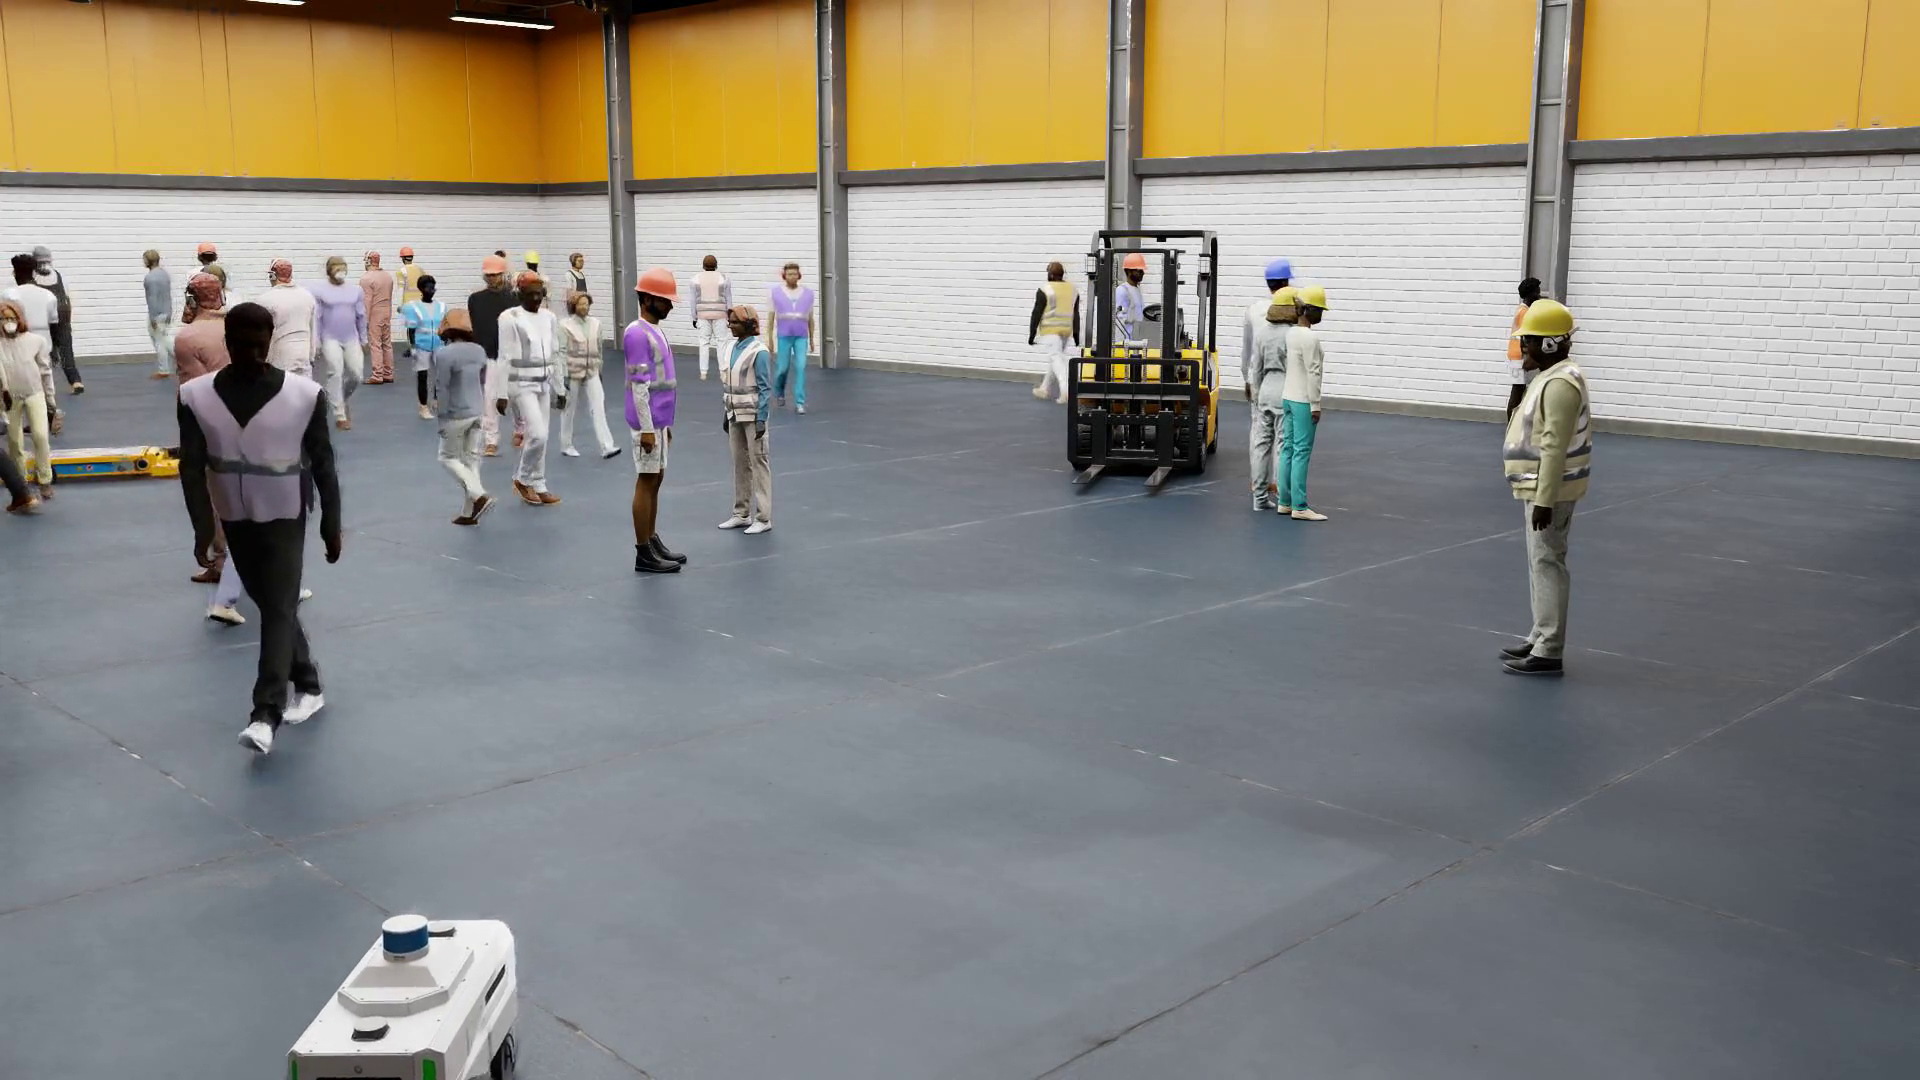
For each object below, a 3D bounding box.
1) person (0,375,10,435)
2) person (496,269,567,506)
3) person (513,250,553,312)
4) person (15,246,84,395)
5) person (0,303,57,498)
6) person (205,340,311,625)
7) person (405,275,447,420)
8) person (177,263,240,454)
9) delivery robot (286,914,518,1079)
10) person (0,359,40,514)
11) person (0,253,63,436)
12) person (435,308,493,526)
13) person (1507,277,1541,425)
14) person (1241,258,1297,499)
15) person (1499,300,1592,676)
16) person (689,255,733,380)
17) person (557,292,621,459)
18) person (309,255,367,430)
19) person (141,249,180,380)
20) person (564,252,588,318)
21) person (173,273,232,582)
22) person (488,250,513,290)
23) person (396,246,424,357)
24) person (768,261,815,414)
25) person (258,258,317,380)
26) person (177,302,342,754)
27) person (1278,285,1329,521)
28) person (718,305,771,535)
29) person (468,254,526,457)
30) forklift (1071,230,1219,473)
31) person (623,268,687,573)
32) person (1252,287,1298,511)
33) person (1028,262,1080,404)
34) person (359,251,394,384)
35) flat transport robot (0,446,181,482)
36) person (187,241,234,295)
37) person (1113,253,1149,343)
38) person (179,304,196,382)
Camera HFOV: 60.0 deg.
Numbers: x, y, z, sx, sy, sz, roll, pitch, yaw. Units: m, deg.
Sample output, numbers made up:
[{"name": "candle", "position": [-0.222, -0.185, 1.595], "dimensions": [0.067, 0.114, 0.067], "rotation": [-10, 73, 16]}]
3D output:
[{"name": "person", "position": [-7.139, -0.937, 11.885], "dimensions": [0.526, 1.805, 0.859], "rotation": [-9, 14, -41]}, {"name": "person", "position": [-3.320, -1.161, 12.932], "dimensions": [0.423, 1.868, 0.641], "rotation": [5, 11, 25]}, {"name": "person", "position": [-6.529, -3.472, 25.442], "dimensions": [0.605, 1.908, 0.667], "rotation": [-3, 11, -15]}, {"name": "person", "position": [-12.097, -2.925, 22.091], "dimensions": [0.689, 2.000, 0.972], "rotation": [-10, 14, -44]}, {"name": "person", "position": [-7.590, -1.112, 13.428], "dimensions": [0.514, 1.592, 0.699], "rotation": [-6, 12, -30]}, {"name": "person", "position": [-3.957, -0.403, 9.258], "dimensions": [0.525, 1.713, 0.910], "rotation": [3, 11, 15]}, {"name": "person", "position": [-6.145, -2.221, 19.246], "dimensions": [0.534, 1.685, 0.372], "rotation": [-9, 14, -40]}, {"name": "person", "position": [-7.172, -1.759, 16.221], "dimensions": [0.633, 1.874, 1.049], "rotation": [10, 14, 42]}, {"name": "delivery robot", "position": [-1.276, 1.114, 3.865], "dimensions": [0.477, 0.478, 0.707], "rotation": [0, 10, -1]}, {"name": "person", "position": [-7.554, -1.143, 12.710], "dimensions": [1.014, 1.929, 0.648], "rotation": [1, 10, 3]}, {"name": "person", "position": [-9.750, -2.034, 17.503], "dimensions": [0.780, 1.948, 0.615], "rotation": [5, 11, 25]}, {"name": "person", "position": [-3.609, -0.885, 12.164], "dimensions": [0.415, 1.611, 0.507], "rotation": [6, 12, 28]}, {"name": "person", "position": [5.946, -1.918, 17.565], "dimensions": [0.320, 1.694, 0.532], "rotation": [4, 11, 21]}, {"name": "person", "position": [2.557, -1.296, 13.505], "dimensions": [0.390, 1.937, 0.656], "rotation": [-10, 14, -43]}, {"name": "person", "position": [2.852, -0.252, 8.125], "dimensions": [0.403, 1.825, 0.591], "rotation": [3, 11, 14]}, {"name": "person", "position": [-3.671, -3.293, 24.646], "dimensions": [0.628, 1.844, 0.429], "rotation": [0, 10, -2]}, {"name": "person", "position": [-3.586, -1.559, 15.845], "dimensions": [0.538, 1.589, 0.853], "rotation": [-9, 14, -41]}, {"name": "person", "position": [-6.887, -2.185, 18.395], "dimensions": [0.639, 1.927, 0.561], "rotation": [-9, 14, -41]}, {"name": "person", "position": [-11.768, -3.312, 24.502], "dimensions": [0.498, 1.928, 0.639], "rotation": [0, 10, -2]}, {"name": "person", "position": [-6.330, -3.828, 27.552], "dimensions": [0.345, 1.847, 0.508], "rotation": [3, 11, 14]}, {"name": "person", "position": [-4.583, -0.687, 10.269], "dimensions": [0.401, 1.904, 0.641], "rotation": [4, 11, 19]}, {"name": "person", "position": [-8.628, -4.522, 31.308], "dimensions": [0.566, 1.856, 0.390], "rotation": [2, 11, 13]}, {"name": "person", "position": [-9.654, -4.175, 29.202], "dimensions": [0.377, 1.932, 0.551], "rotation": [8, 13, 38]}, {"name": "person", "position": [-2.032, -2.441, 20.045], "dimensions": [0.572, 1.827, 0.676], "rotation": [-3, 11, -16]}, {"name": "person", "position": [-6.519, -1.756, 16.090], "dimensions": [0.410, 1.908, 0.643], "rotation": [5, 11, 25]}, {"name": "person", "position": [-2.935, -0.056, 6.948], "dimensions": [0.586, 1.847, 1.025], "rotation": [-1, 10, -3]}, {"name": "person", "position": [2.596, -1.028, 12.521], "dimensions": [0.320, 1.762, 0.522], "rotation": [-2, 11, -10]}, {"name": "person", "position": [-1.534, -0.866, 11.959], "dimensions": [0.308, 1.641, 0.515], "rotation": [-9, 14, -41]}, {"name": "person", "position": [-4.514, -1.836, 16.411], "dimensions": [0.628, 1.954, 1.003], "rotation": [-1, 10, -3]}, {"name": "forklift", "position": [1.804, -1.825, 15.677], "dimensions": [1.214, 2.155, 2.313], "rotation": [2, 11, 13]}, {"name": "person", "position": [-1.936, -0.760, 10.598], "dimensions": [0.372, 1.928, 0.543], "rotation": [0, 10, 1]}, {"name": "person", "position": [2.472, -1.072, 12.811], "dimensions": [0.313, 1.741, 0.487], "rotation": [-8, 13, -36]}, {"name": "person", "position": [1.203, -2.652, 21.312], "dimensions": [0.643, 1.789, 1.004], "rotation": [-7, 13, -34]}, {"name": "person", "position": [-8.399, -3.185, 23.880], "dimensions": [0.407, 1.908, 0.642], "rotation": [3, 11, 14]}, {"name": "flat transport robot", "position": [-7.670, -0.675, 14.657], "dimensions": [1.431, 0.197, 0.652], "rotation": [-4, 11, -22]}, {"name": "person", "position": [-10.449, -3.132, 23.217], "dimensions": [0.390, 2.041, 0.614], "rotation": [10, 14, 43]}, {"name": "person", "position": [1.905, -2.210, 18.475], "dimensions": [0.372, 1.939, 0.544], "rotation": [6, 12, 29]}, {"name": "person", "position": [-6.076, -1.117, 13.332], "dimensions": [0.313, 1.639, 0.513], "rotation": [-7, 13, -34]}]
